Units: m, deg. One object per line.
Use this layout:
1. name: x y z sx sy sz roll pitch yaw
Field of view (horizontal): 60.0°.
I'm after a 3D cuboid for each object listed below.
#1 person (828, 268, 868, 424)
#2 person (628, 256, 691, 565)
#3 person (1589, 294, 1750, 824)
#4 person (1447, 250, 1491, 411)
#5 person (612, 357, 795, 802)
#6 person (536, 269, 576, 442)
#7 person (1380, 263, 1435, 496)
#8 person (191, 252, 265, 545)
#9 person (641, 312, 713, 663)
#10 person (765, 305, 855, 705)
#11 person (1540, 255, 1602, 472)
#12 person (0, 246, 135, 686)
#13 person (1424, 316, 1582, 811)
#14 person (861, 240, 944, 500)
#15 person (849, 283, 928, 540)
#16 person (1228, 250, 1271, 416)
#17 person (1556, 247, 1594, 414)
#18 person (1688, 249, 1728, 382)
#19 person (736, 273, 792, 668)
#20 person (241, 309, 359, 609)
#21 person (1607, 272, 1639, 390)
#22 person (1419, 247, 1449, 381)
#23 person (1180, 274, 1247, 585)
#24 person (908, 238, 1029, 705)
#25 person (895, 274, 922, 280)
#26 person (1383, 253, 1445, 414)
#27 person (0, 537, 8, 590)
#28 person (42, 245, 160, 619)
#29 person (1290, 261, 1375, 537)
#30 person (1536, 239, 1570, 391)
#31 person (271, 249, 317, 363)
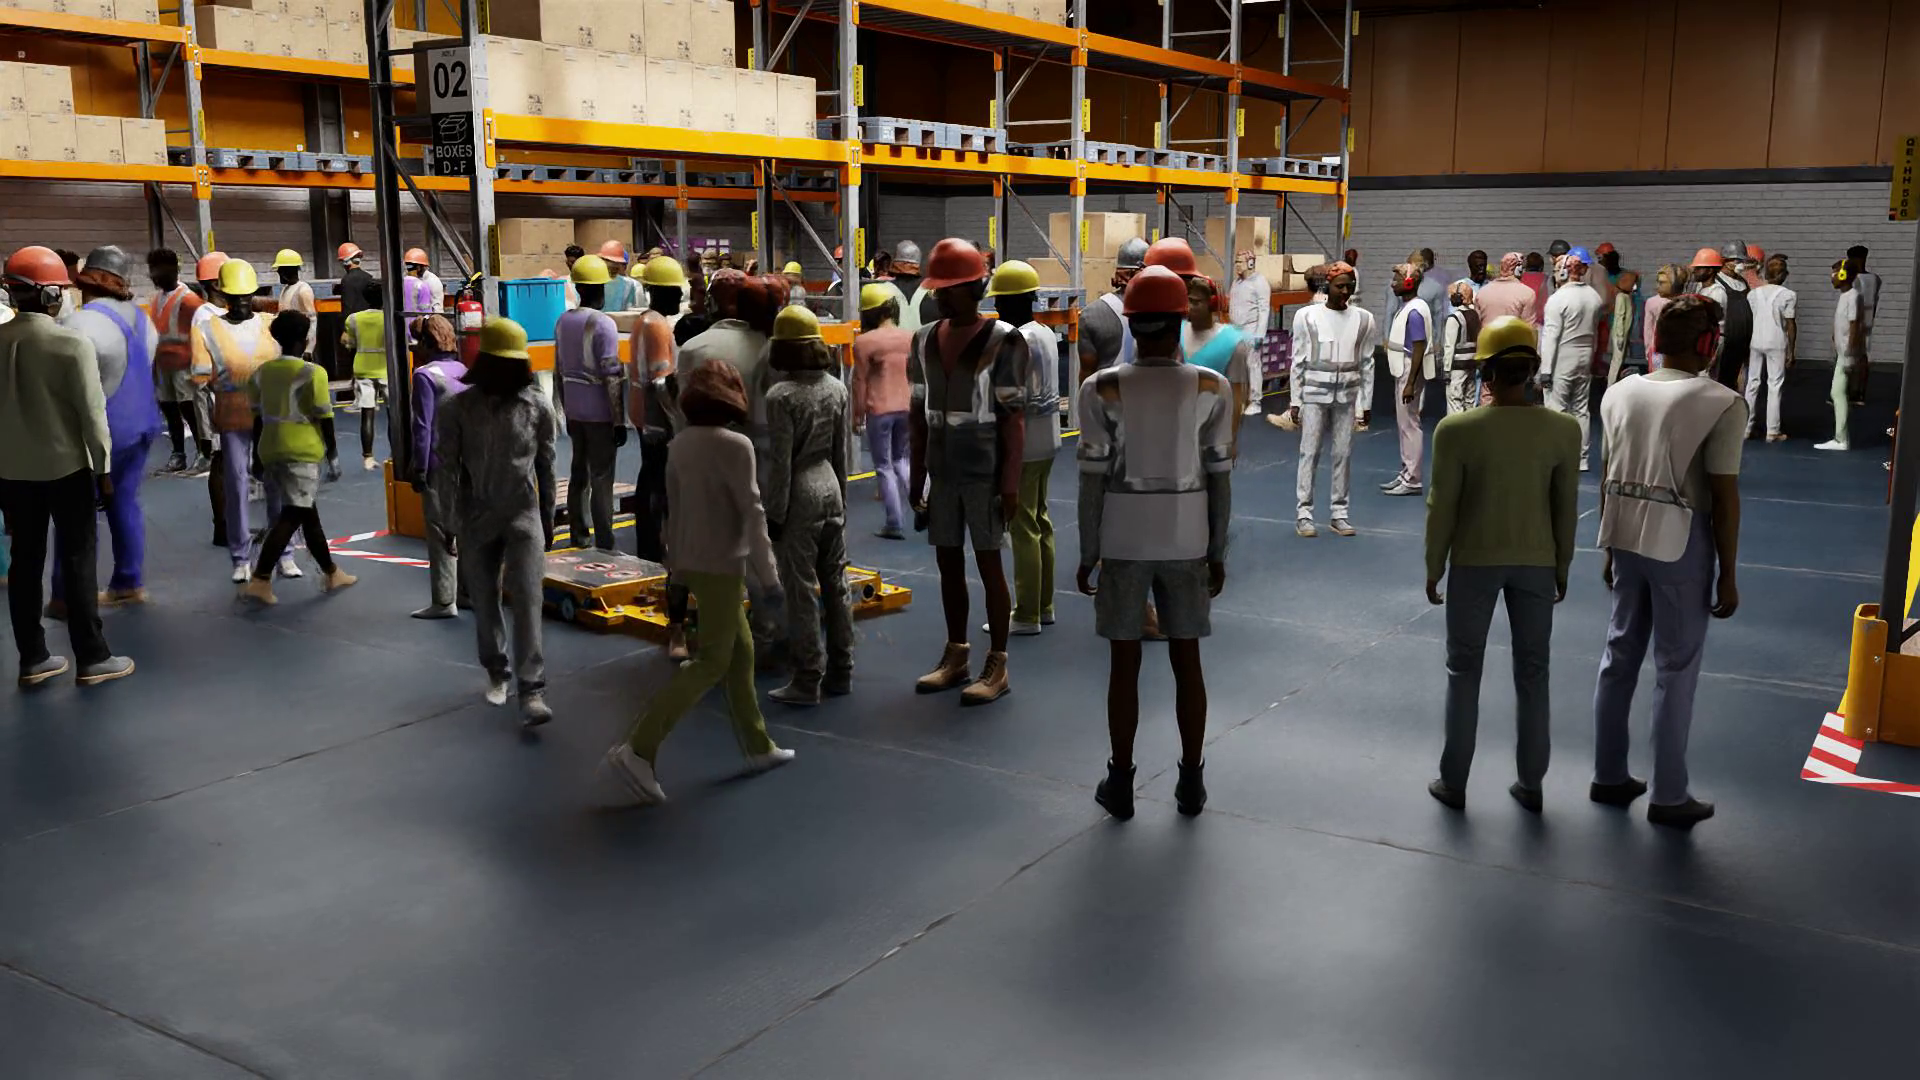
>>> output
1. person: -1.146 -2.187 18.127 0.599 1.909 0.398 -4 11 -23
2. person: -1.801 -0.740 10.052 0.392 1.924 0.592 -4 11 -19
3. person: 2.444 0.070 5.814 0.388 1.838 0.561 -5 11 -27
4. person: 5.321 -2.050 17.328 0.596 1.916 0.374 -4 11 -22
5. person: -0.950 0.130 6.124 0.777 1.599 0.558 -8 13 -36
6. person: -4.090 -1.844 16.680 0.591 1.733 0.375 -4 11 -23
7. person: 3.572 -1.268 13.195 0.373 1.843 0.571 2 10 9
8. person: -4.896 -0.937 11.096 0.350 1.942 0.547 -3 11 -14
9. person: -1.250 -0.239 7.972 0.534 1.674 0.332 -4 11 -19
10. person: -0.688 -0.151 7.299 0.325 1.740 0.493 7 13 35
11. person: 5.247 -1.515 14.438 0.650 1.900 0.401 -6 12 -30
12. person: -4.143 -0.329 7.581 0.621 1.992 0.397 1 10 7
13. person: 1.913 0.091 5.914 0.527 1.761 0.339 1 10 4
14. person: -0.415 -1.322 12.958 0.719 2.000 0.537 -1 10 -7
15. person: -0.481 -0.852 11.199 0.527 1.740 0.426 -8 13 -39
16. person: 3.302 -2.398 19.290 0.400 1.907 0.644 -5 11 -24
17. person: 6.622 -2.194 18.046 0.383 1.949 0.604 6 12 31
18. person: 7.153 -1.825 16.027 0.371 1.939 0.543 1 10 6
19. person: -0.903 -0.299 7.771 0.433 1.871 0.558 0 10 1
20. person: -3.751 -0.458 9.277 0.541 1.645 0.855 5 11 26
21. person: 8.240 -2.510 20.666 0.273 1.631 0.507 6 12 30
22. person: 6.652 -3.197 23.689 0.434 1.913 0.667 -6 12 -28
23. person: 1.388 -0.618 9.639 0.441 1.826 0.576 -10 14 -44
24. person: 0.003 -0.295 7.318 0.610 2.030 0.409 8 13 37
25. person: -0.794 -3.597 26.106 0.506 1.846 0.345 -8 13 -36
26. person: 5.027 -2.233 18.484 0.651 1.884 1.011 3 11 14
27. person: -5.628 -0.571 9.372 0.428 1.833 0.554 -5 12 -27
28. person: -4.725 -0.615 9.036 0.611 2.000 0.776 2 10 9
29. person: 2.547 -0.957 11.391 0.584 1.878 0.362 -1 10 -4
30. person: 8.020 -3.032 22.430 0.535 2.000 0.687 5 12 27
31. person: -6.766 -1.987 16.952 0.368 1.926 0.594 -10 14 -44
